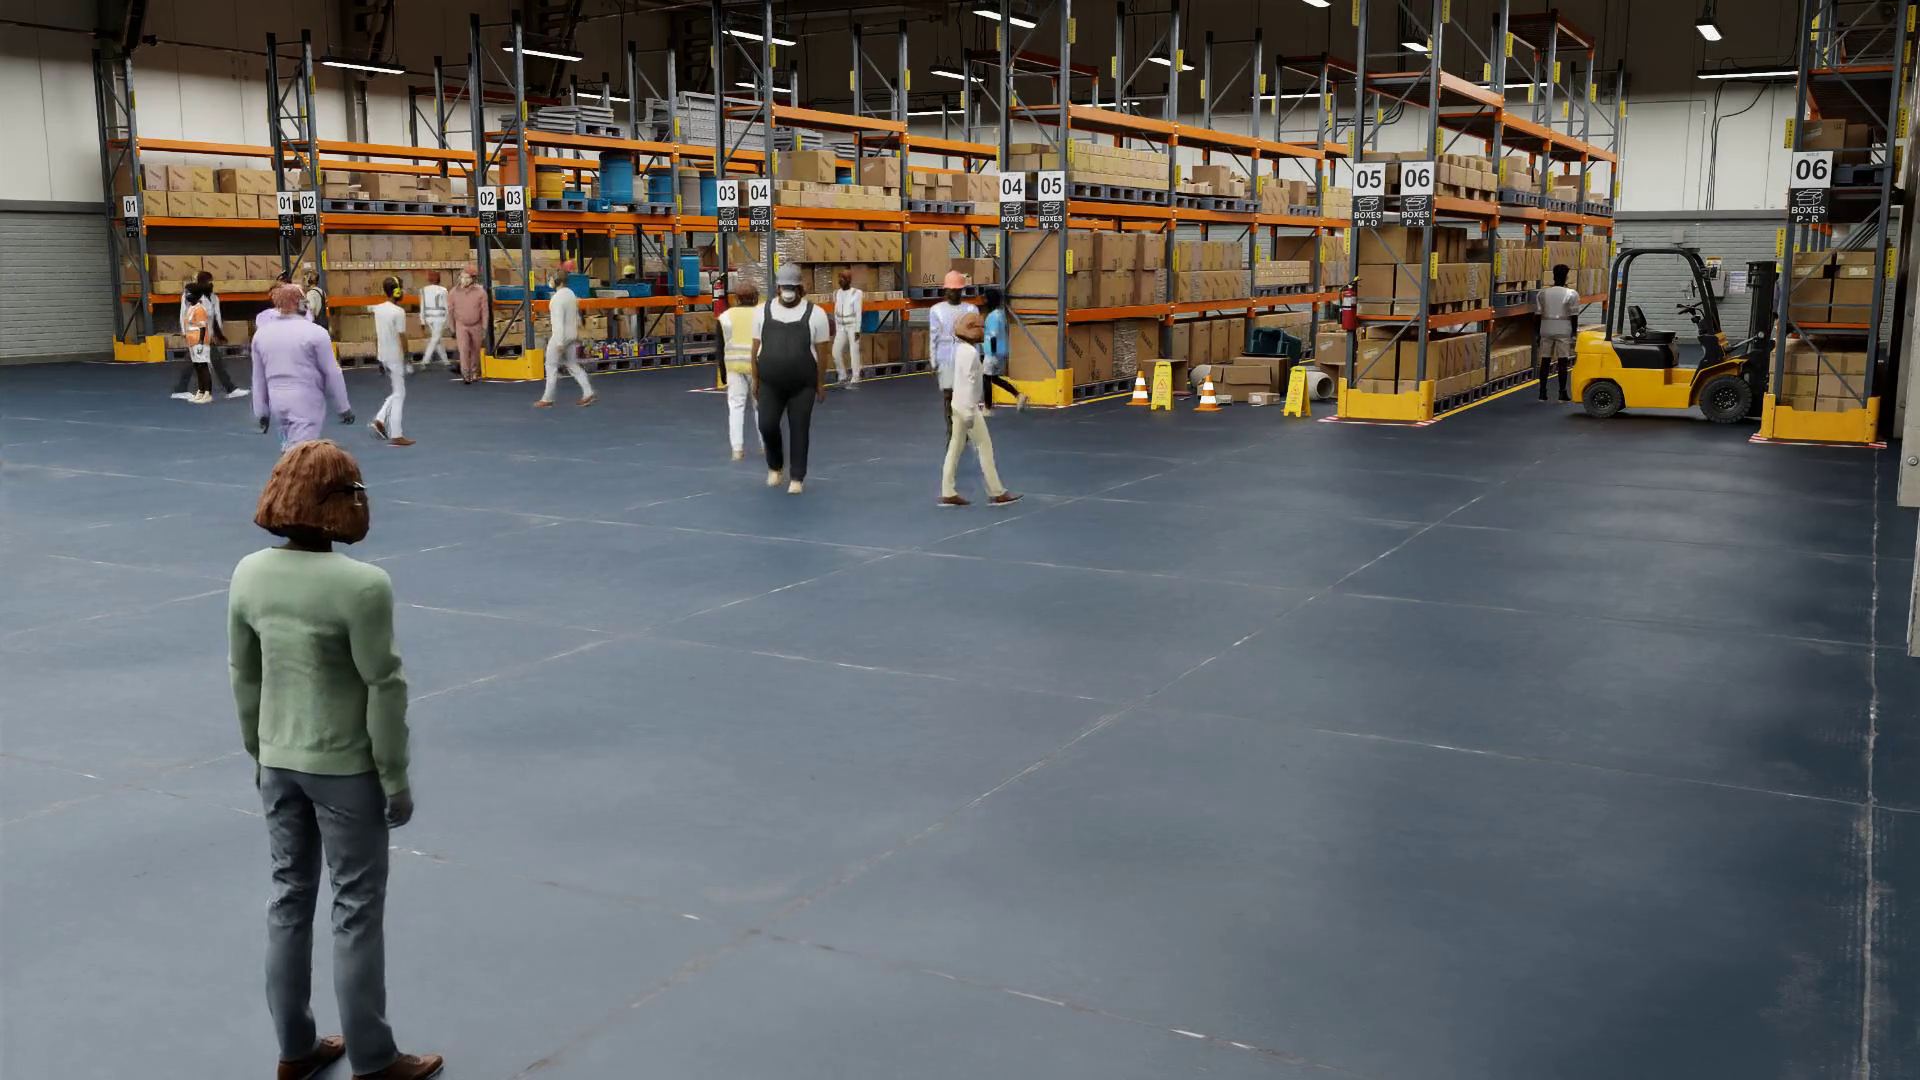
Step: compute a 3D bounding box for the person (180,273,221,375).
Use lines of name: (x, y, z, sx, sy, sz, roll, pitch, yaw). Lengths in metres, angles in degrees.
person: (-12.486, -3.492, 27.396, 0.600, 1.807, 0.828, -3, 10, -15)

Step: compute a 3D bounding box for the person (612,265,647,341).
person: (-6.644, -4.571, 33.475, 0.605, 1.879, 0.964, 3, 10, 18)

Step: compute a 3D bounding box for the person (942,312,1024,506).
person: (0.187, -1.072, 13.760, 0.752, 1.600, 0.523, -2, 10, -11)

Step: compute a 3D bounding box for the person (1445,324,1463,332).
person: (11.098, -5.206, 37.505, 0.688, 1.774, 0.941, -7, 12, -35)

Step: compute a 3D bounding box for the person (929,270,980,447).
person: (-0.063, -1.964, 18.080, 0.554, 1.921, 0.468, 0, 10, 0)

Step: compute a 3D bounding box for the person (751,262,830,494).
person: (-1.488, -1.410, 14.494, 0.697, 2.000, 0.536, 0, 10, 2)

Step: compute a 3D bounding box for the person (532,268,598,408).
person: (-5.410, -2.746, 22.710, 0.857, 1.912, 0.634, 2, 10, 12)

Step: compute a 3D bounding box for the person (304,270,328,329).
person: (-10.372, -3.409, 26.773, 0.346, 1.846, 0.507, 0, 10, 1)

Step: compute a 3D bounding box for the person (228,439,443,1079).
person: (-1.560, 0.568, 4.104, 0.502, 1.632, 0.279, 4, 11, 24)

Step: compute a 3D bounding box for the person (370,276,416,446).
person: (-6.188, -1.951, 18.202, 0.507, 1.860, 0.422, 9, 13, 42)

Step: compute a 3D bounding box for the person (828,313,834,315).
person: (-3.186, -5.716, 39.704, 0.615, 2.038, 0.395, 0, 10, -1)

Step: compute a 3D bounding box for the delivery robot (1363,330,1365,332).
delivery robot: (8.901, -4.687, 37.753, 0.707, 0.478, 0.477, 1, 10, 3)

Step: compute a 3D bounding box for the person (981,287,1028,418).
person: (0.507, -2.391, 21.284, 0.620, 1.678, 0.536, 2, 10, 13)

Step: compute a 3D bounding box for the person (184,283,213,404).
person: (-10.743, -2.764, 23.427, 0.318, 1.697, 0.535, -8, 13, -40)

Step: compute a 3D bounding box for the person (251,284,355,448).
person: (-4.999, -1.017, 12.743, 0.647, 1.856, 0.994, 3, 10, 19)

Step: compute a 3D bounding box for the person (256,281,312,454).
person: (-7.191, -1.861, 17.793, 0.567, 1.816, 0.895, -4, 10, -21)

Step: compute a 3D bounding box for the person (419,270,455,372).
person: (-9.499, -3.964, 30.071, 0.585, 1.847, 0.983, 4, 11, 24)

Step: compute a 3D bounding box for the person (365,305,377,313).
person: (-12.299, -4.853, 35.124, 0.971, 1.885, 0.560, -10, 14, -44)

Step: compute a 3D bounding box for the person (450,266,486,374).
person: (-8.618, -3.850, 29.195, 0.564, 1.899, 0.922, 5, 11, 28)

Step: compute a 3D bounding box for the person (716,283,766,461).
person: (-2.193, -1.740, 17.170, 0.638, 1.785, 0.972, 0, 10, 2)

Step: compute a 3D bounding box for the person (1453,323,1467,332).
person: (11.613, -5.501, 38.745, 0.372, 1.940, 0.630, -3, 10, -19)

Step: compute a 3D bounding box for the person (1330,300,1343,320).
person: (8.882, -5.606, 39.367, 0.891, 1.952, 0.657, 4, 11, 24)

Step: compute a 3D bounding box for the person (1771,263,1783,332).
person: (16.820, -4.766, 34.499, 0.585, 1.920, 0.382, -8, 13, -39)

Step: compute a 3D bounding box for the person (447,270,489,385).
person: (-8.034, -3.485, 27.209, 0.639, 1.862, 1.028, -3, 10, -19)

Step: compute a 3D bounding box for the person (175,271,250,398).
person: (-11.002, -2.981, 24.243, 1.024, 1.854, 0.582, -3, 10, -18)

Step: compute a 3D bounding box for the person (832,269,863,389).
person: (-1.756, -3.257, 25.831, 0.597, 1.868, 0.540, 6, 12, 33)

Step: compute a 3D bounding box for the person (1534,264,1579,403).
person: (8.444, -2.922, 23.567, 0.608, 1.965, 0.369, 7, 12, 36)

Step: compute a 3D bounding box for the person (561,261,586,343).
person: (-7.204, -4.175, 30.882, 0.843, 1.984, 0.651, 4, 10, 20)
